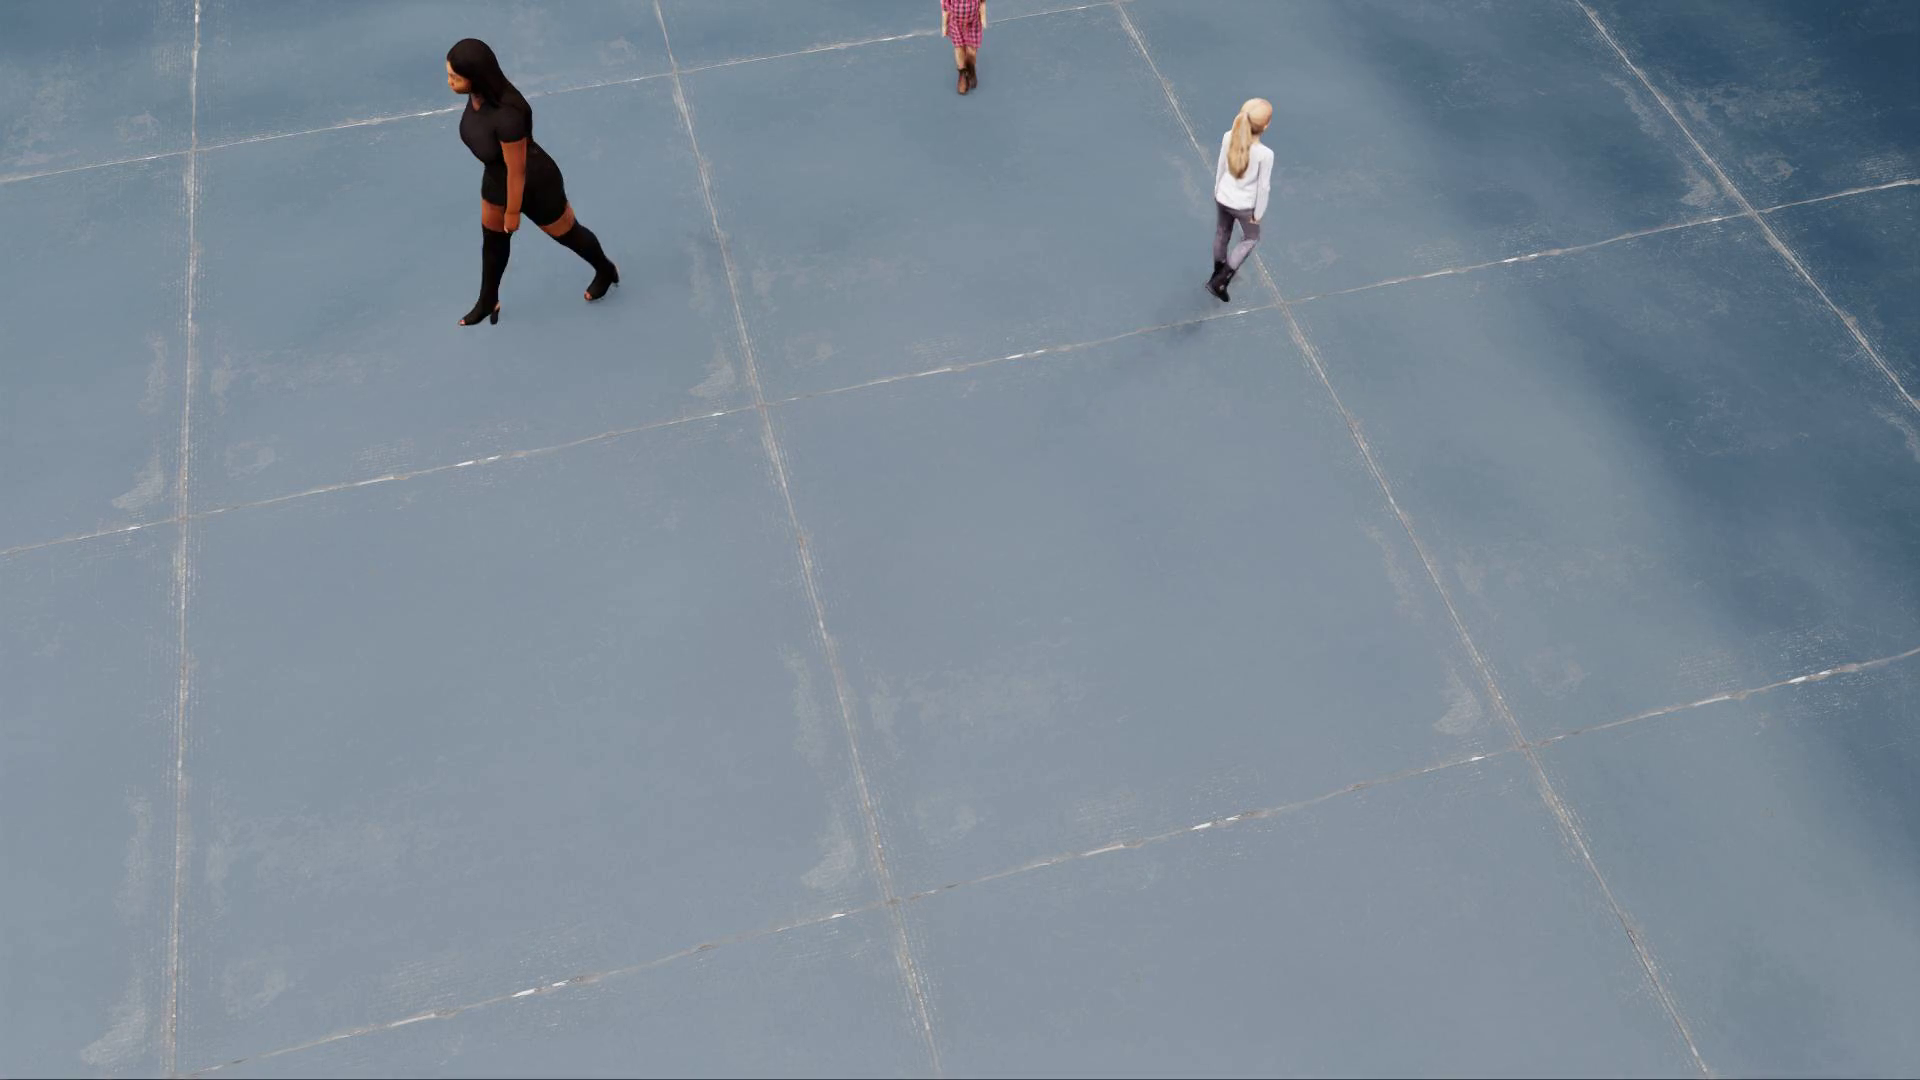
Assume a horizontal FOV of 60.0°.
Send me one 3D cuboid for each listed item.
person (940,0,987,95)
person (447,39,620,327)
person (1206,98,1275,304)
[{"bbox_3d":[0.033,-3.257,10.279,0.468,1.014,0.479,-1,52,-1],"label":"person"},{"bbox_3d":[-2.195,-1.874,8.714,0.975,1.795,1.175,-29,58,-21],"label":"person"},{"bbox_3d":[1.463,-1.811,8.998,0.687,1.270,0.726,34,59,23],"label":"person"}]
